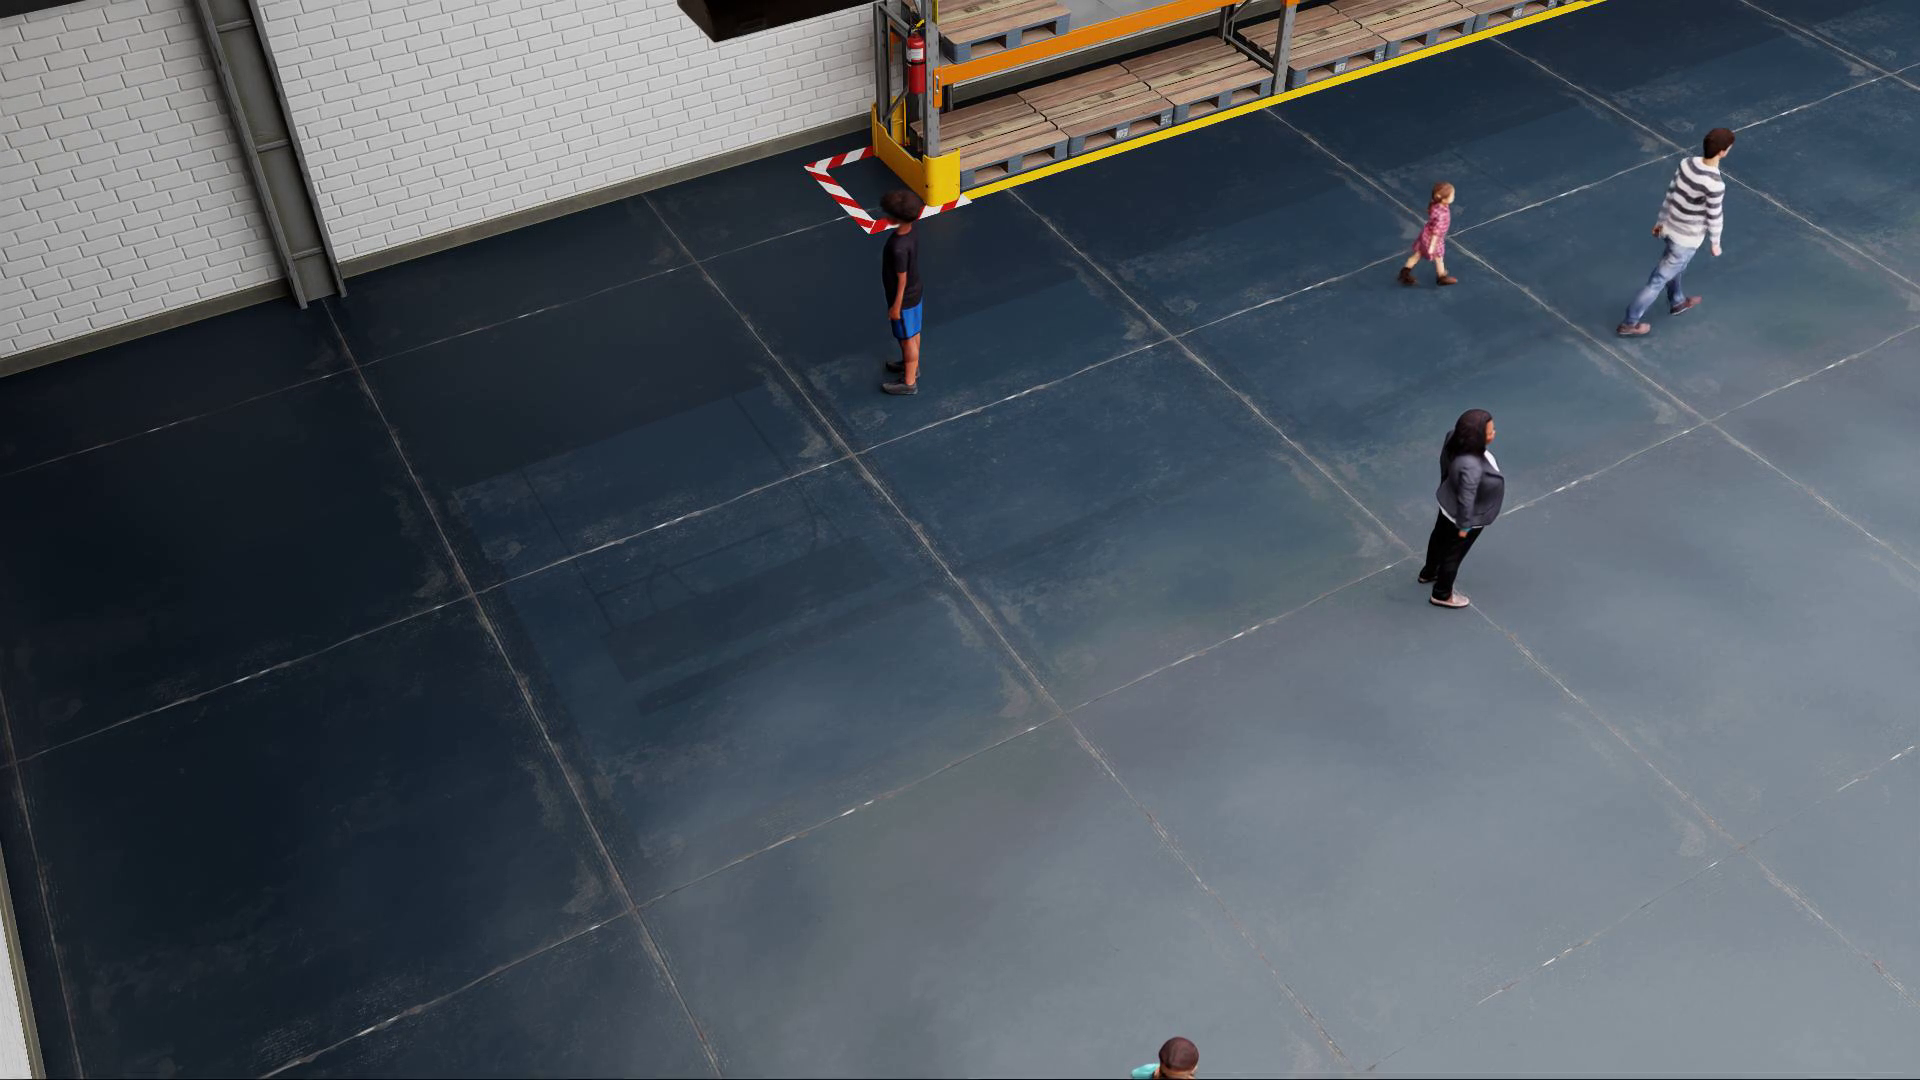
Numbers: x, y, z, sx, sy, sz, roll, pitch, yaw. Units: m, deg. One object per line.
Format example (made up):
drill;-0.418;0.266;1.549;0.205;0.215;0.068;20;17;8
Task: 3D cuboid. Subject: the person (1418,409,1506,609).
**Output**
person;3.354;-0.229;11.150;0.801;1.598;0.778;-3;44;-3

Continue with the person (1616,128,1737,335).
person;5.673;-2.409;13.284;1.148;1.812;0.880;-7;44;-8

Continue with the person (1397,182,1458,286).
person;3.943;-2.568;14.038;0.785;1.000;0.643;1;44;1

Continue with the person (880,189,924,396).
person;-0.423;-1.908;12.770;0.739;1.794;0.697;5;44;5

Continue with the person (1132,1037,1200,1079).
person;0.971;2.838;7.960;0.649;1.558;0.699;15;46;15
